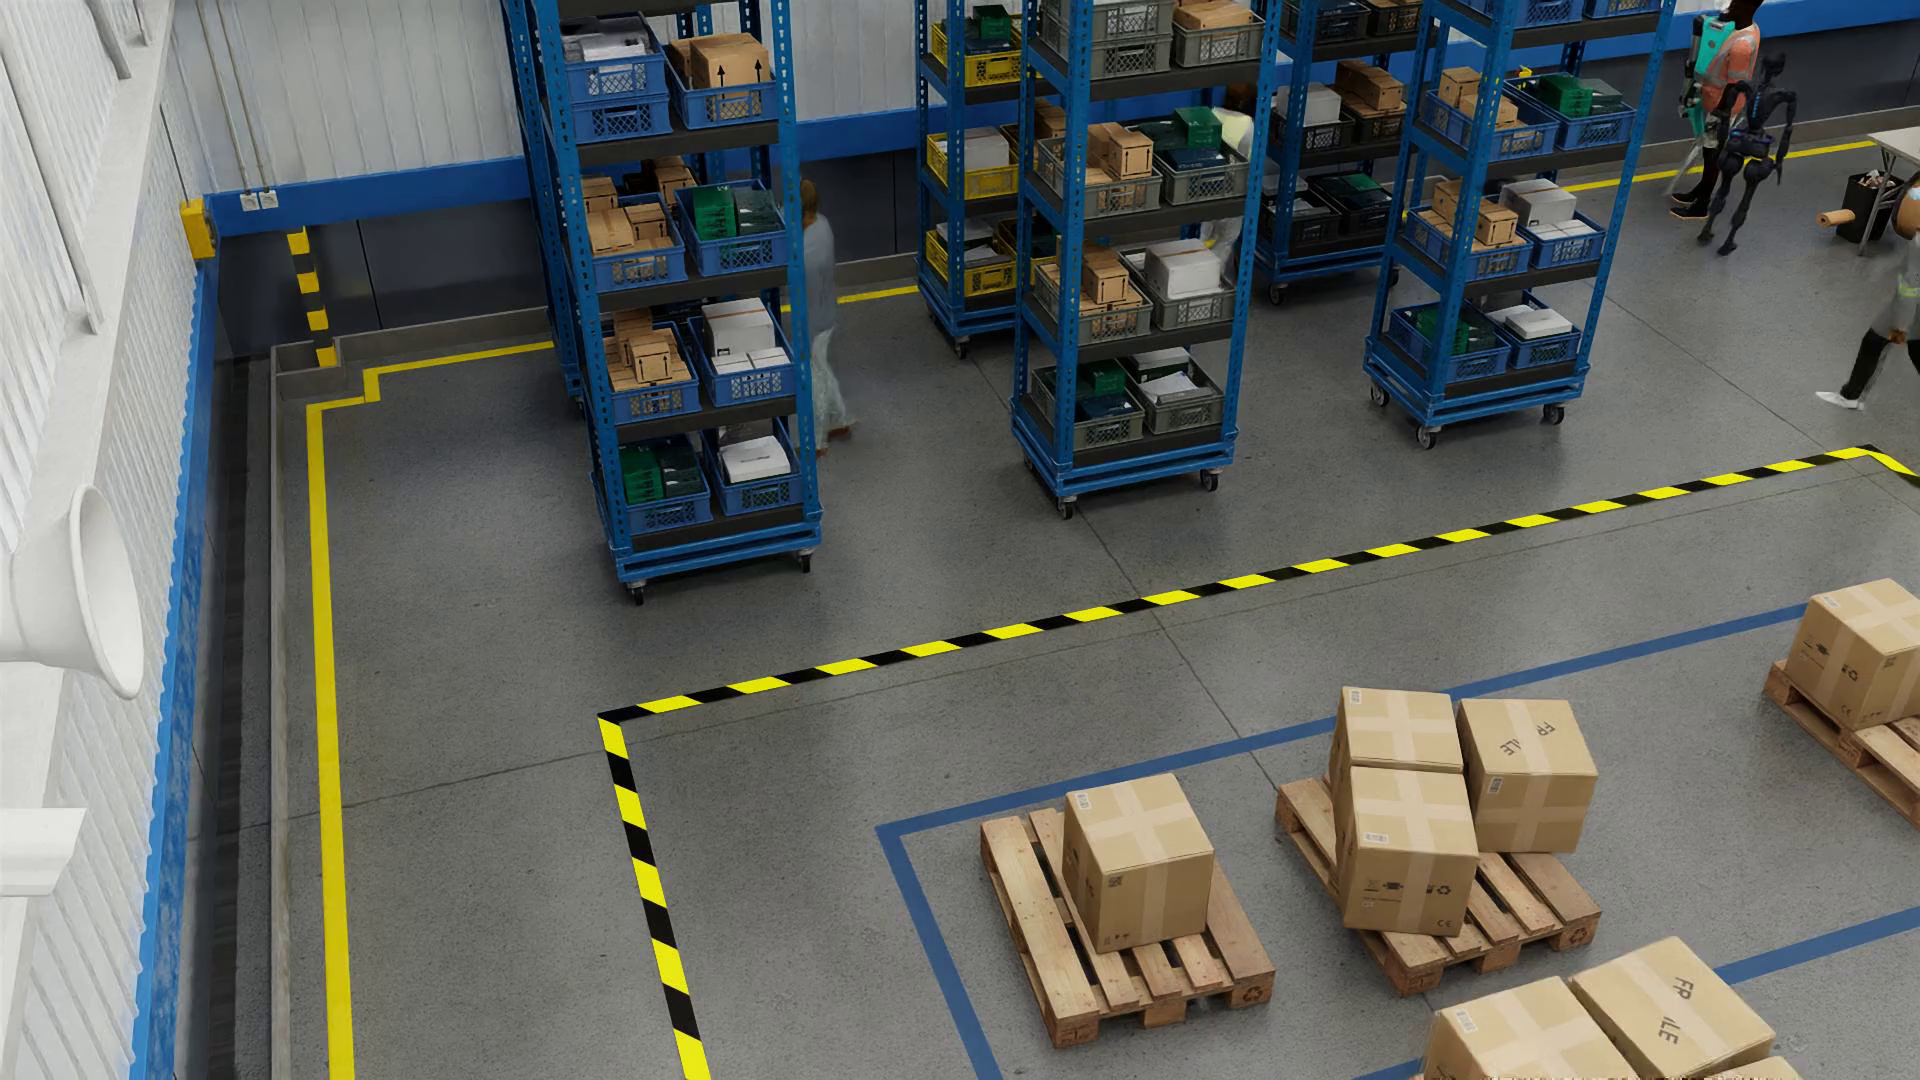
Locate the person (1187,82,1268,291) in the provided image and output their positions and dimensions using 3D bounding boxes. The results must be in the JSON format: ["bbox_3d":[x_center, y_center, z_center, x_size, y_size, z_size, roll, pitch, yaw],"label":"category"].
[{"bbox_3d":[1.930,-2.558,12.367,0.656,1.801,0.684,17,39,23],"label":"person"}]

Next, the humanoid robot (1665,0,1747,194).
[{"bbox_3d":[6.408,-3.696,14.025,0.672,1.801,0.535,-20,40,-26],"label":"humanoid robot"}]

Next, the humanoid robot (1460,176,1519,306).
[{"bbox_3d":[3.724,-2.120,11.842,0.413,1.648,0.610,6,36,8],"label":"humanoid robot"}]

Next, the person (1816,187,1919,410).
[{"bbox_3d":[6.311,-1.536,10.908,0.629,1.816,0.884,-19,39,-24],"label":"person"}]

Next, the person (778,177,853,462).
[{"bbox_3d":[-0.959,-1.386,10.582,0.382,1.944,0.629,1,35,1],"label":"person"}]

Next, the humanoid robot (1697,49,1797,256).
[{"bbox_3d":[6.251,-3.069,13.182,0.585,1.647,0.328,27,43,33],"label":"humanoid robot"}]

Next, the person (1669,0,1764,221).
[{"bbox_3d":[6.264,-3.605,13.695,0.368,1.966,0.605,14,38,19],"label":"person"}]
